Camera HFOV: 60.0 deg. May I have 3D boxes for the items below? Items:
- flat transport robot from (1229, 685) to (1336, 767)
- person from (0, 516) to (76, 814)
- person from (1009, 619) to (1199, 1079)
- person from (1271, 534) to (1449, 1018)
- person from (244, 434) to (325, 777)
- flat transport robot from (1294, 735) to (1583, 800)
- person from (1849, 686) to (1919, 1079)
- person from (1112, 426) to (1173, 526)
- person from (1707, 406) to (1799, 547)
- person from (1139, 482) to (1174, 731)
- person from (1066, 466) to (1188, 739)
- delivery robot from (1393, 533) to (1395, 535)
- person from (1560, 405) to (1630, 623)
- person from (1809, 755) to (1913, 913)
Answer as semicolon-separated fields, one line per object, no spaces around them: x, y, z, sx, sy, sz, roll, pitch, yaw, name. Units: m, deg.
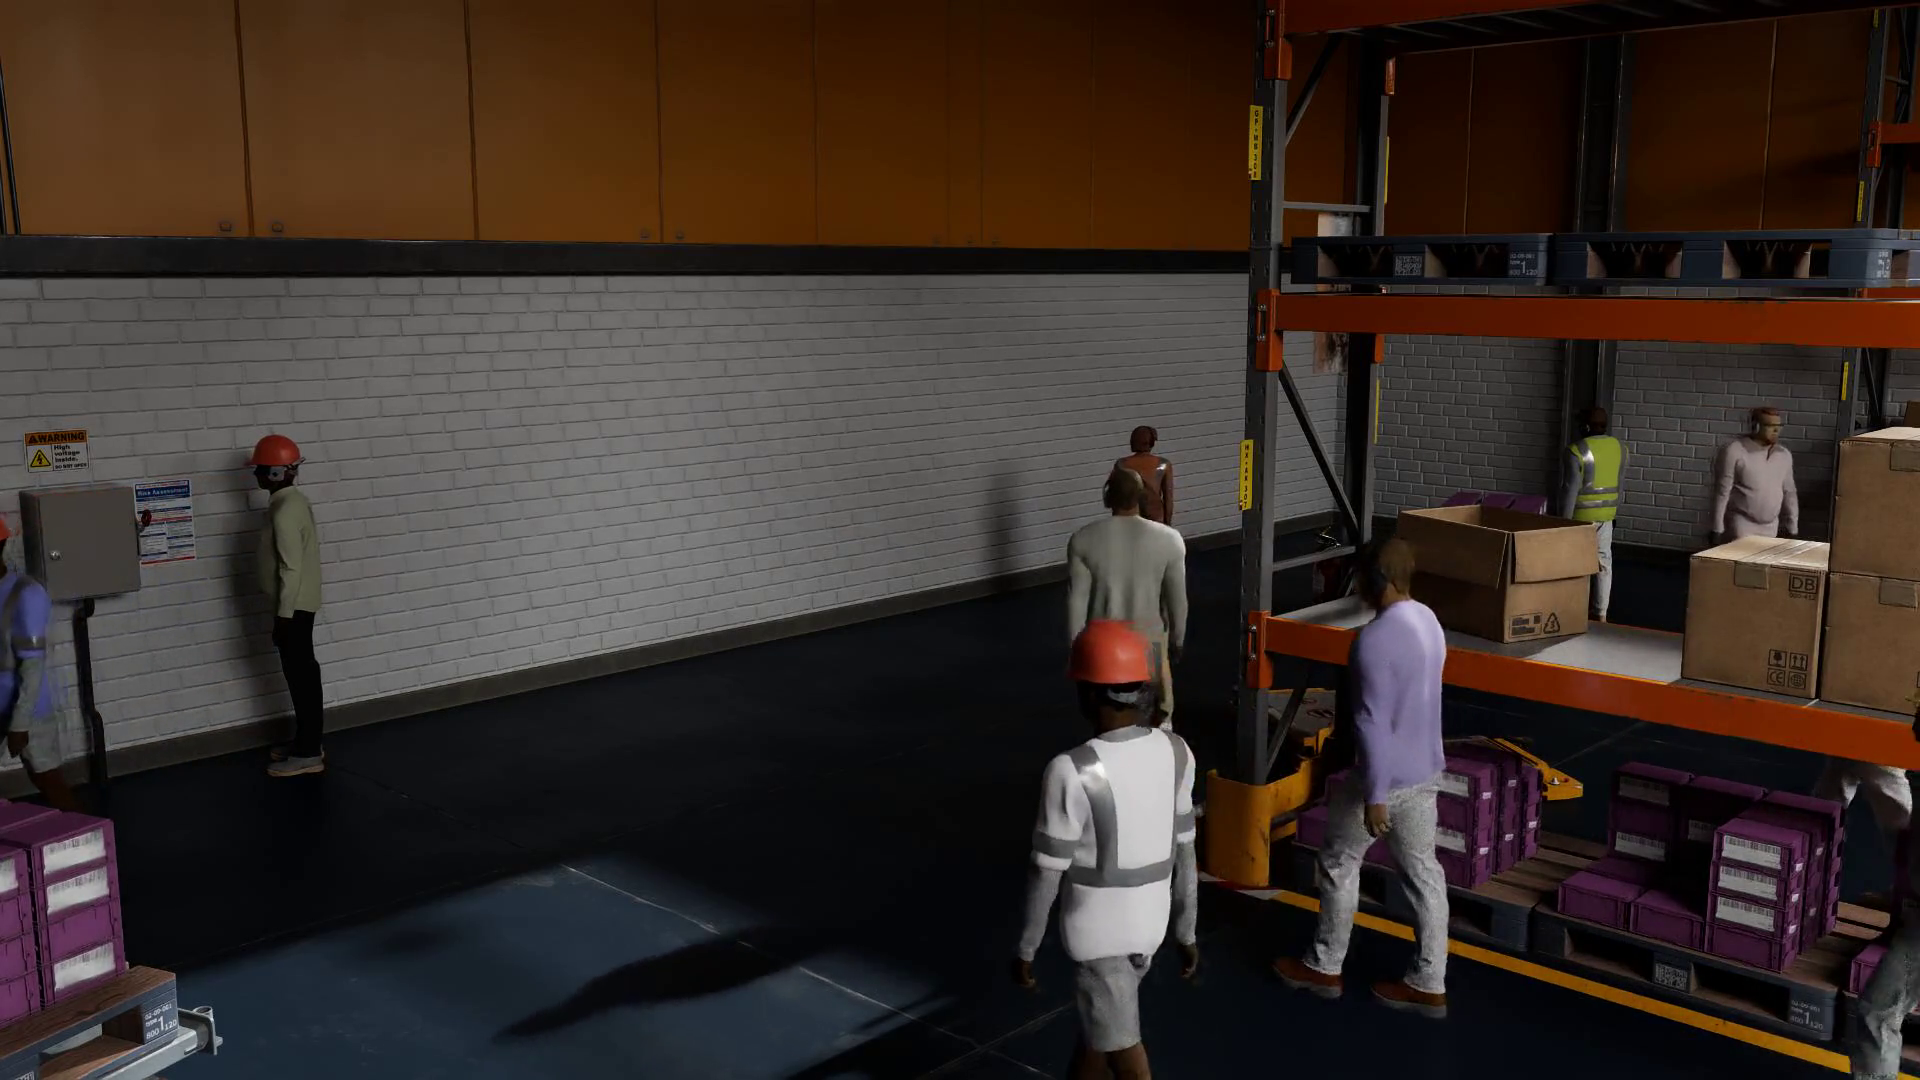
2.215;1.145;10.304;0.652;0.197;1.431;-2;9;-10;flat transport robot
-4.458;0.778;7.626;0.565;1.878;0.996;3;10;19;person
0.438;1.181;5.154;0.565;1.883;0.984;-7;12;-37;person
1.628;0.920;6.660;0.845;1.907;0.656;8;12;41;person
-3.930;0.377;9.740;0.379;1.996;0.609;-3;10;-16;person
2.677;1.300;9.352;1.431;0.197;0.652;-2;9;-11;flat transport robot
3.102;1.221;5.395;0.728;1.711;0.499;9;13;44;person
1.538;-0.144;14.036;0.514;1.636;0.315;2;9;10;person
6.237;-0.093;12.939;0.687;1.883;0.649;-3;10;-16;person
1.154;0.437;10.517;0.501;1.624;0.286;6;11;32;person
0.911;0.541;9.049;0.642;1.883;1.006;1;9;9;person
4.486;0.057;15.802;0.707;0.478;0.477;8;13;39;delivery robot
5.156;-0.188;13.675;0.624;1.845;0.429;-4;10;-23;person
4.118;0.801;7.726;0.938;1.793;0.646;9;13;44;person
